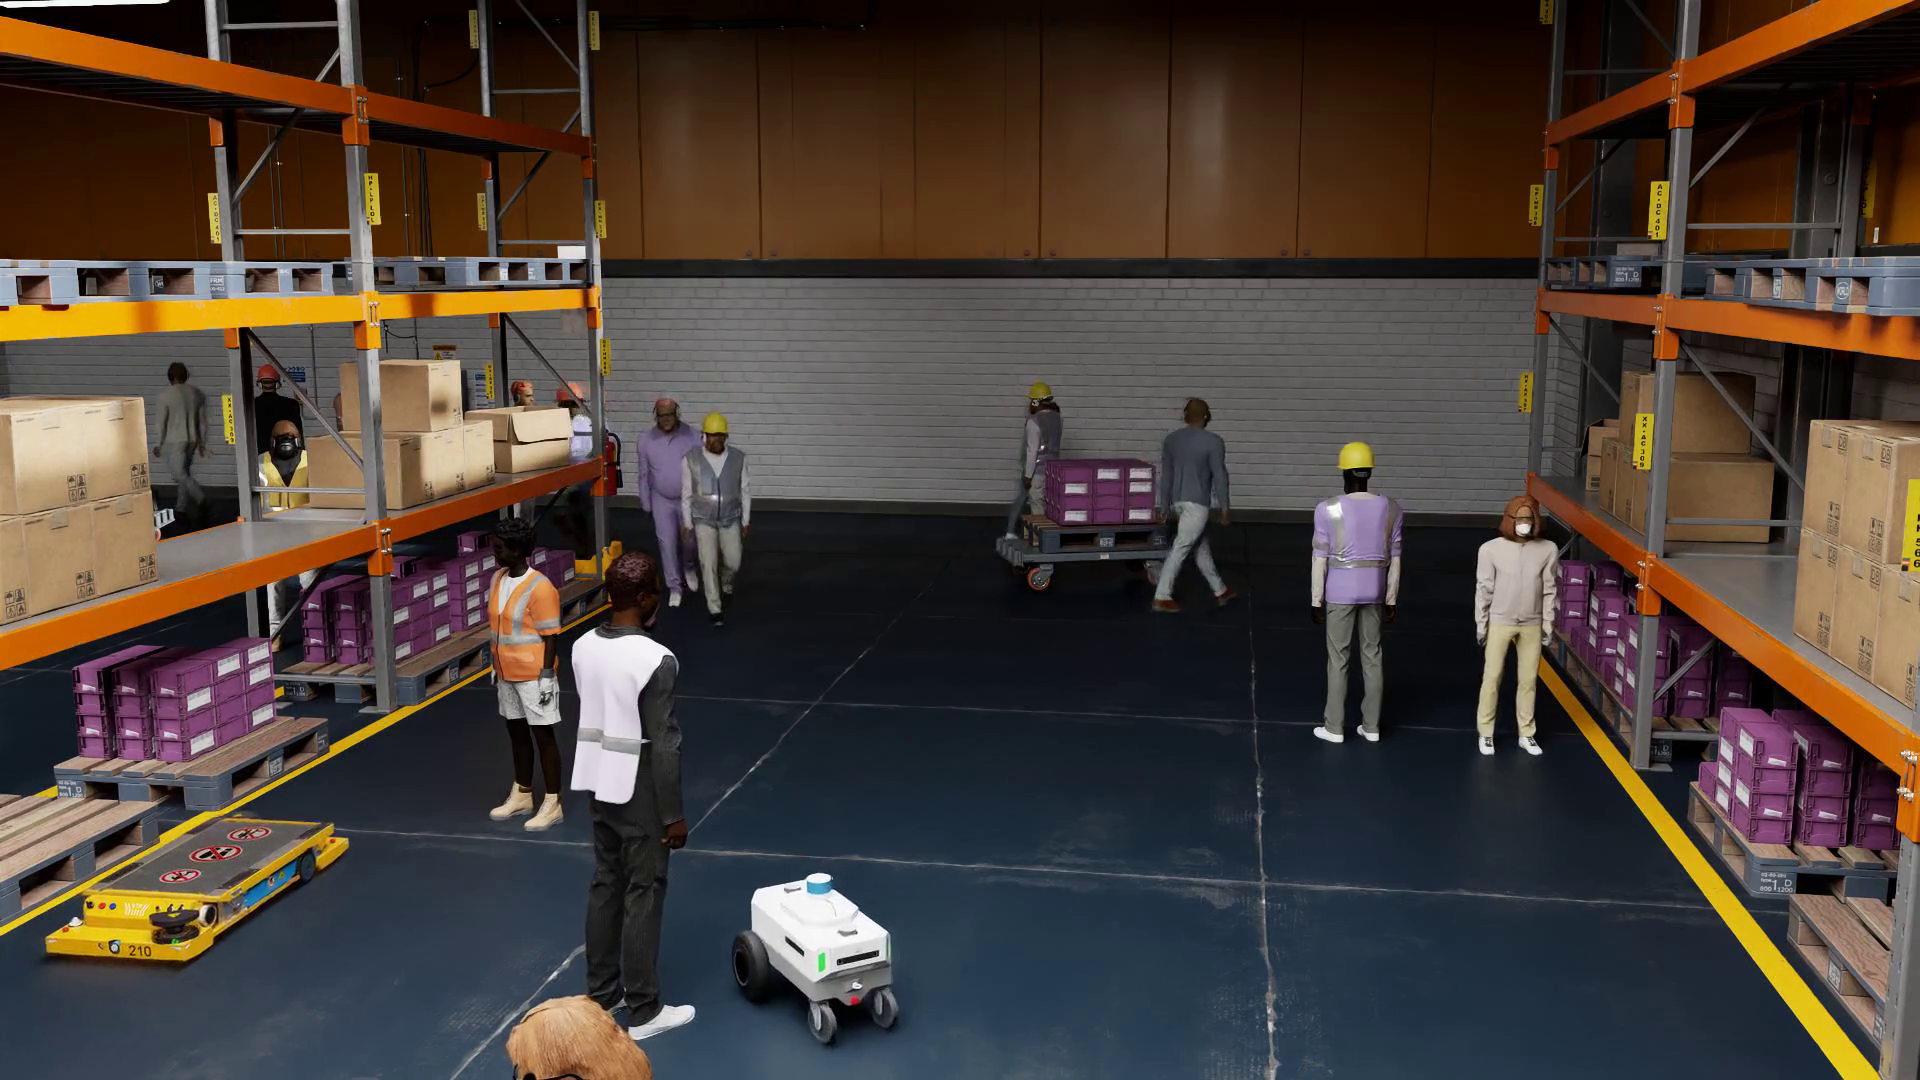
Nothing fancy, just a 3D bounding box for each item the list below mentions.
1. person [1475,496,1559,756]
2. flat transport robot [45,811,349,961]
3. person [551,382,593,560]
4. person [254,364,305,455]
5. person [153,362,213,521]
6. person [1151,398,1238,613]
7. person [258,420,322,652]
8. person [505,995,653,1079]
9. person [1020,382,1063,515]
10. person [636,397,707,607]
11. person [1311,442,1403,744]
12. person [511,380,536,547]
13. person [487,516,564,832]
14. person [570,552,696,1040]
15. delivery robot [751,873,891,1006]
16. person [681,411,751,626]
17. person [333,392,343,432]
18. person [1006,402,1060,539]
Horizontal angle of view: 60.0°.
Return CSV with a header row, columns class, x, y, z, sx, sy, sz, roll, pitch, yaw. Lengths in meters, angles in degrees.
class,x,y,z,sx,sy,sz,roll,pitch,yaw
person,3.419,0.532,10.257,0.491,1.626,0.282,0,9,0
flat transport robot,-3.541,1.597,7.842,0.652,0.197,1.431,1,9,8
person,-3.725,-0.558,16.049,0.401,1.921,0.564,0,9,2
person,-7.374,-0.890,17.875,0.625,1.992,0.389,-4,10,-24
person,-9.240,-1.167,19.834,0.864,1.917,0.631,4,10,24
person,2.066,-0.305,14.664,1.030,1.873,0.642,-6,11,-32
person,-5.269,-0.030,13.096,0.622,1.835,0.430,-4,10,-21
person,-0.716,1.669,3.242,0.298,1.622,0.506,-2,10,-15
person,0.838,-0.743,17.469,0.404,1.833,0.592,6,11,32
person,-2.561,-0.357,14.929,0.664,1.883,0.523,-2,9,-10
person,2.497,0.337,10.560,0.588,1.919,0.401,-2,9,-10
person,-4.480,-0.690,17.009,0.351,1.880,0.577,3,10,19
person,-2.342,0.709,8.921,0.538,1.698,0.319,8,12,40
person,-1.305,0.998,6.521,0.392,1.910,0.581,-9,13,-44
delivery robot,-0.566,1.592,6.711,0.477,0.478,0.707,-5,11,-30
person,-2.075,-0.196,14.140,0.599,1.815,0.528,-3,10,-16
person,-7.025,-1.091,19.315,0.360,1.930,0.587,1,9,3
person,0.888,-0.754,18.337,0.880,1.562,0.601,-4,10,-22
